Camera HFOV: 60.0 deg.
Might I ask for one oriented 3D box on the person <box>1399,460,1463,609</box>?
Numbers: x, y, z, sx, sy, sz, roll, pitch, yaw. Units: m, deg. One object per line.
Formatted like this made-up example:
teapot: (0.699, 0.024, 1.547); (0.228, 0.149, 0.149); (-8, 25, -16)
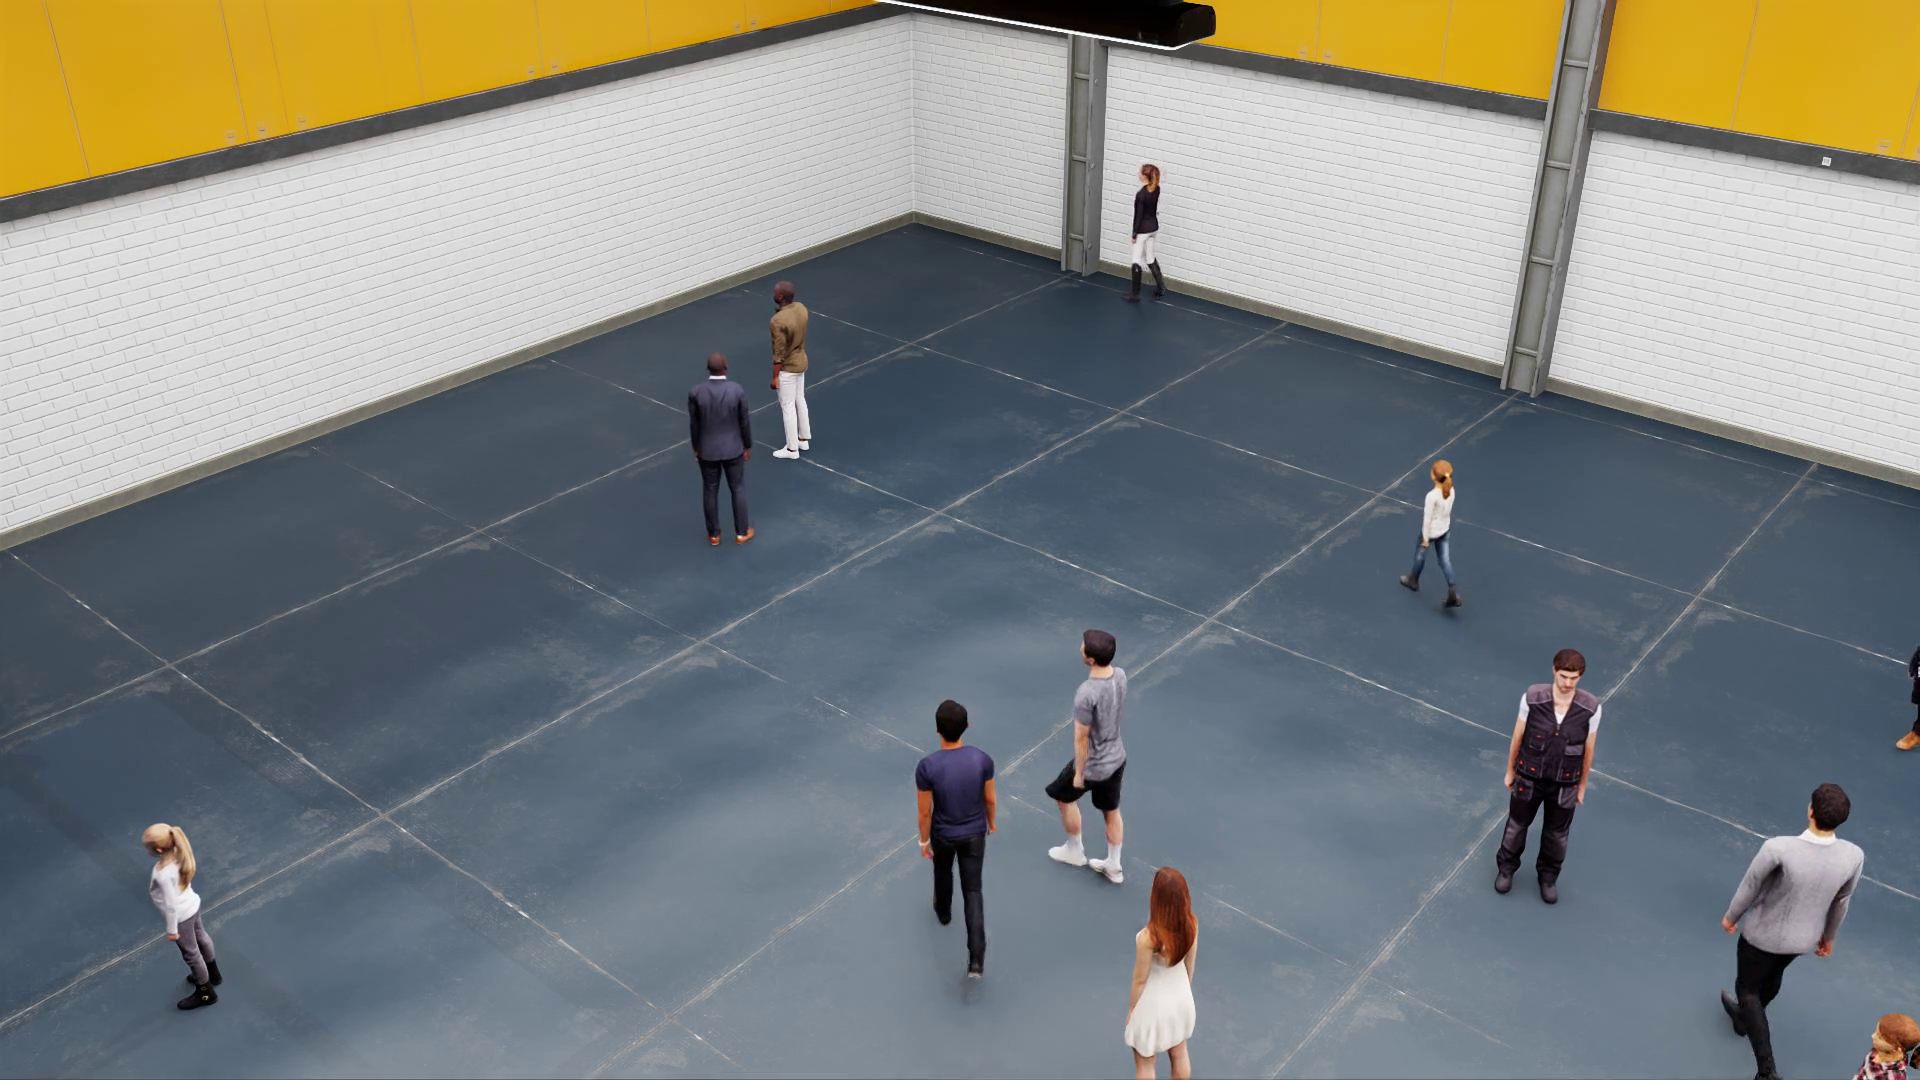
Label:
person: (4.013, -0.026, 13.836); (0.724, 1.289, 0.988); (-13, 31, -23)

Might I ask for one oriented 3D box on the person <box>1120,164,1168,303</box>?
person: (2.263, -3.716, 20.144); (0.741, 1.725, 0.597); (25, 37, 38)

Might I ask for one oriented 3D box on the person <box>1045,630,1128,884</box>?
person: (0.949, 1.434, 10.569); (0.724, 1.854, 0.795); (-25, 37, -38)

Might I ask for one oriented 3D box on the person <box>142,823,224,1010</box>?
person: (-4.573, 2.185, 9.792); (0.642, 1.280, 0.580); (-4, 29, -7)

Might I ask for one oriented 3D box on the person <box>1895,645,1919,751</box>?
person: (7.142, 0.955, 12.116); (0.768, 1.212, 0.783); (-11, 30, -19)

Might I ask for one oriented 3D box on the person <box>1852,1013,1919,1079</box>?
person: (4.672, 2.919, 8.425); (0.709, 1.299, 0.656); (7, 29, 13)

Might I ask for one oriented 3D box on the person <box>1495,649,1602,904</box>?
person: (3.718, 1.468, 10.515); (0.645, 1.846, 0.783); (9, 30, 16)

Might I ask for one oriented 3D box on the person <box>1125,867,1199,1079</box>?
person: (1.081, 2.454, 8.850); (0.628, 1.709, 0.620); (-16, 32, -26)

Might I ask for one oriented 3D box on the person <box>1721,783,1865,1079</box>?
person: (4.538, 2.182, 9.123); (1.190, 1.925, 1.237); (-1, 29, -2)

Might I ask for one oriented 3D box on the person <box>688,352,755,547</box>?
person: (-2.100, -0.792, 14.689); (0.778, 1.817, 0.843); (-2, 29, -4)

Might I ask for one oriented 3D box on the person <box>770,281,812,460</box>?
person: (-1.668, -1.685, 16.317); (0.679, 1.824, 0.775); (13, 31, 22)

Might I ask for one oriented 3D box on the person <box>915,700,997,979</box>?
person: (0.002, 1.820, 9.966); (1.137, 1.754, 1.231); (-3, 29, -5)
